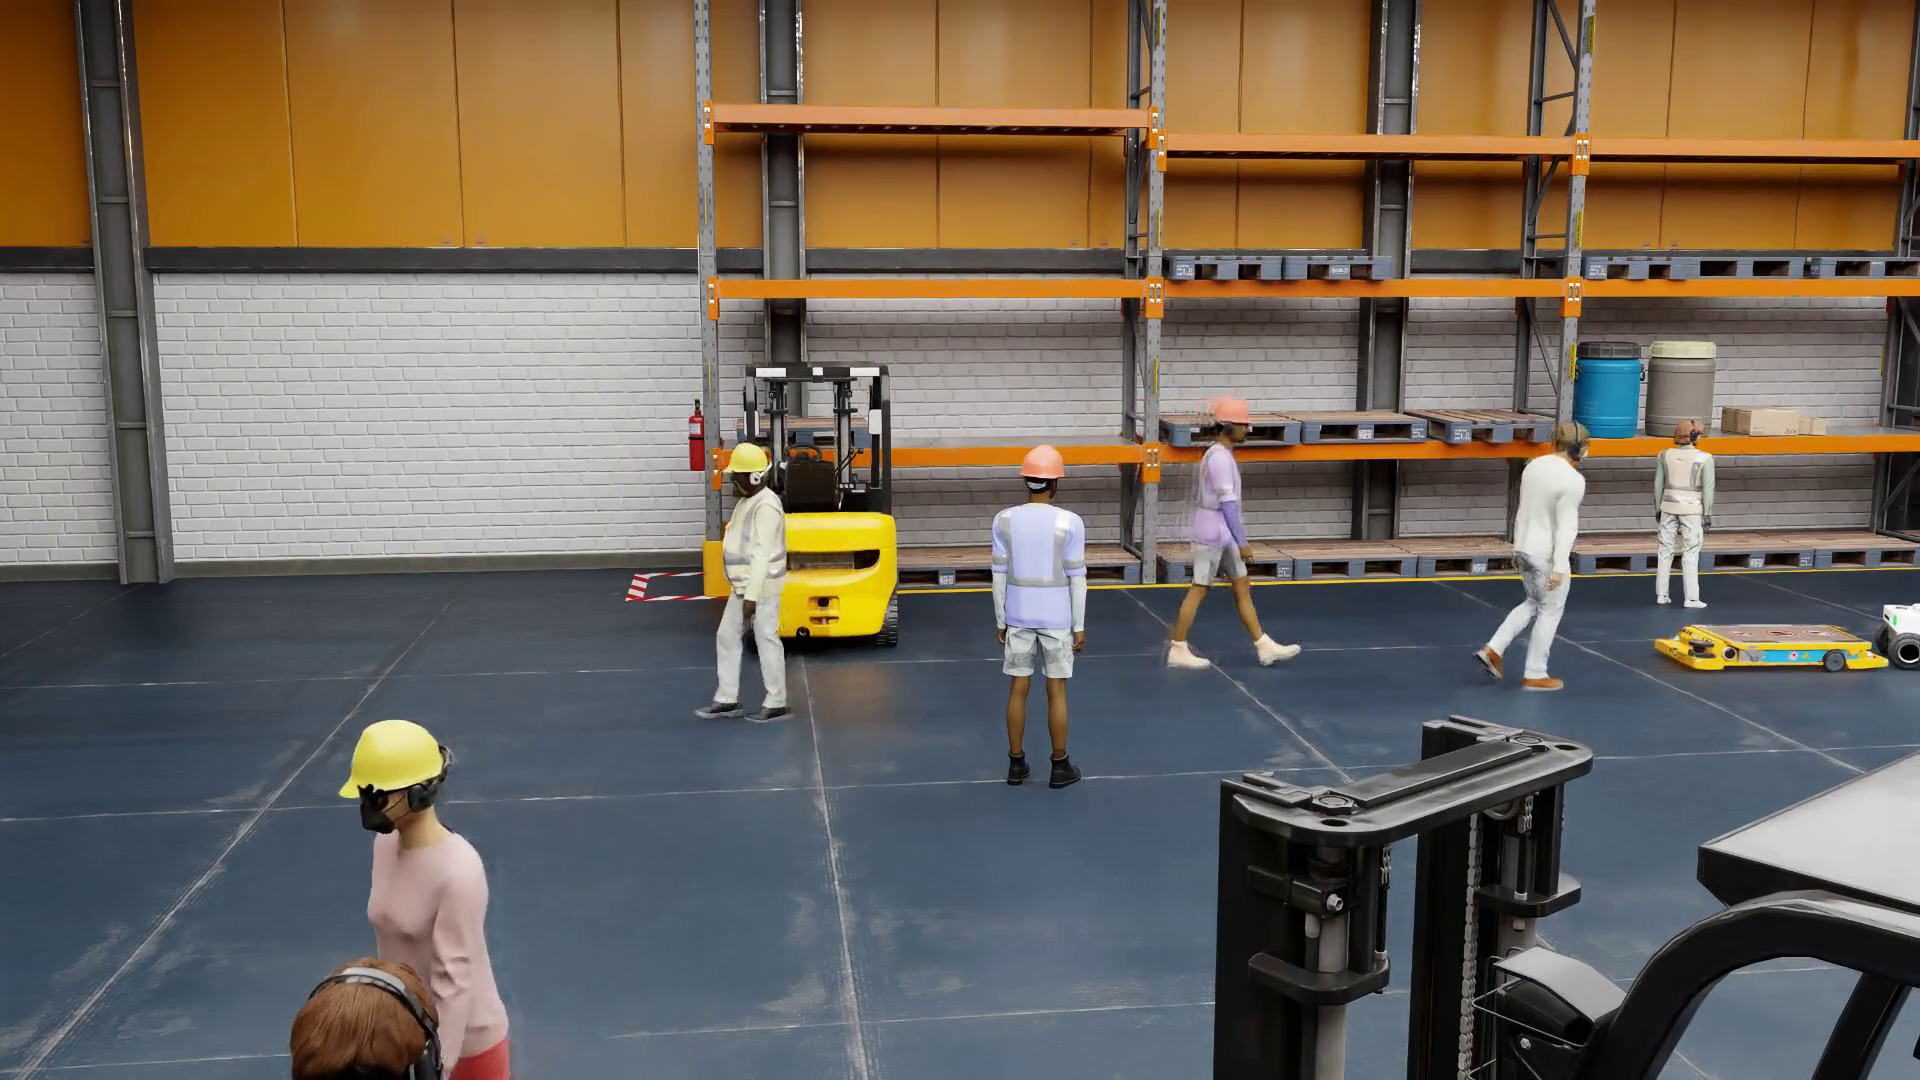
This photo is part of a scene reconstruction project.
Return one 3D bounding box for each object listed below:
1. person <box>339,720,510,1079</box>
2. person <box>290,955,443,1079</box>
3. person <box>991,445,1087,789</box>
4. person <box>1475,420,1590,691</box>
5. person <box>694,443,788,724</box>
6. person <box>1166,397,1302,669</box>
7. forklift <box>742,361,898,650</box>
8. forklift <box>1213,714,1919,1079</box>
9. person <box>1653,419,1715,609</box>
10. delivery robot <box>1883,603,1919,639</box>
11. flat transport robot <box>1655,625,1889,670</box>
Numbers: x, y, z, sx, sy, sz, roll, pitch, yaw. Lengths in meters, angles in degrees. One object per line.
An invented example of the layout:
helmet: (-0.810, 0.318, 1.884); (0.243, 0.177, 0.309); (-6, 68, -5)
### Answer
person: (-1.447, 1.331, 4.341); (0.542, 1.735, 0.770); (8, 12, 41)
person: (-0.918, 1.552, 2.667); (0.625, 1.841, 0.429); (0, 9, 0)
person: (0.451, 0.432, 9.346); (0.546, 1.938, 0.360); (3, 10, 18)
person: (3.987, 0.114, 11.473); (0.633, 1.896, 0.640); (-2, 9, -12)
person: (-1.422, 0.295, 10.588); (0.682, 1.809, 0.617); (-4, 10, -24)
person: (1.990, -0.028, 12.032); (1.028, 1.992, 0.620); (2, 9, 15)
forklift: (-1.154, -0.340, 13.365); (1.214, 2.155, 2.313); (-1, 9, -7)
forklift: (1.441, 1.425, 2.350); (1.214, 2.155, 2.313); (-7, 12, -39)
person: (6.243, -0.223, 14.374); (0.315, 1.636, 0.515); (-8, 12, -39)
delivery robot: (7.190, 0.618, 12.195); (0.707, 0.478, 0.477); (3, 10, 18)
flat transport robot: (6.002, 0.785, 12.326); (1.431, 0.197, 0.652); (0, 9, -2)
